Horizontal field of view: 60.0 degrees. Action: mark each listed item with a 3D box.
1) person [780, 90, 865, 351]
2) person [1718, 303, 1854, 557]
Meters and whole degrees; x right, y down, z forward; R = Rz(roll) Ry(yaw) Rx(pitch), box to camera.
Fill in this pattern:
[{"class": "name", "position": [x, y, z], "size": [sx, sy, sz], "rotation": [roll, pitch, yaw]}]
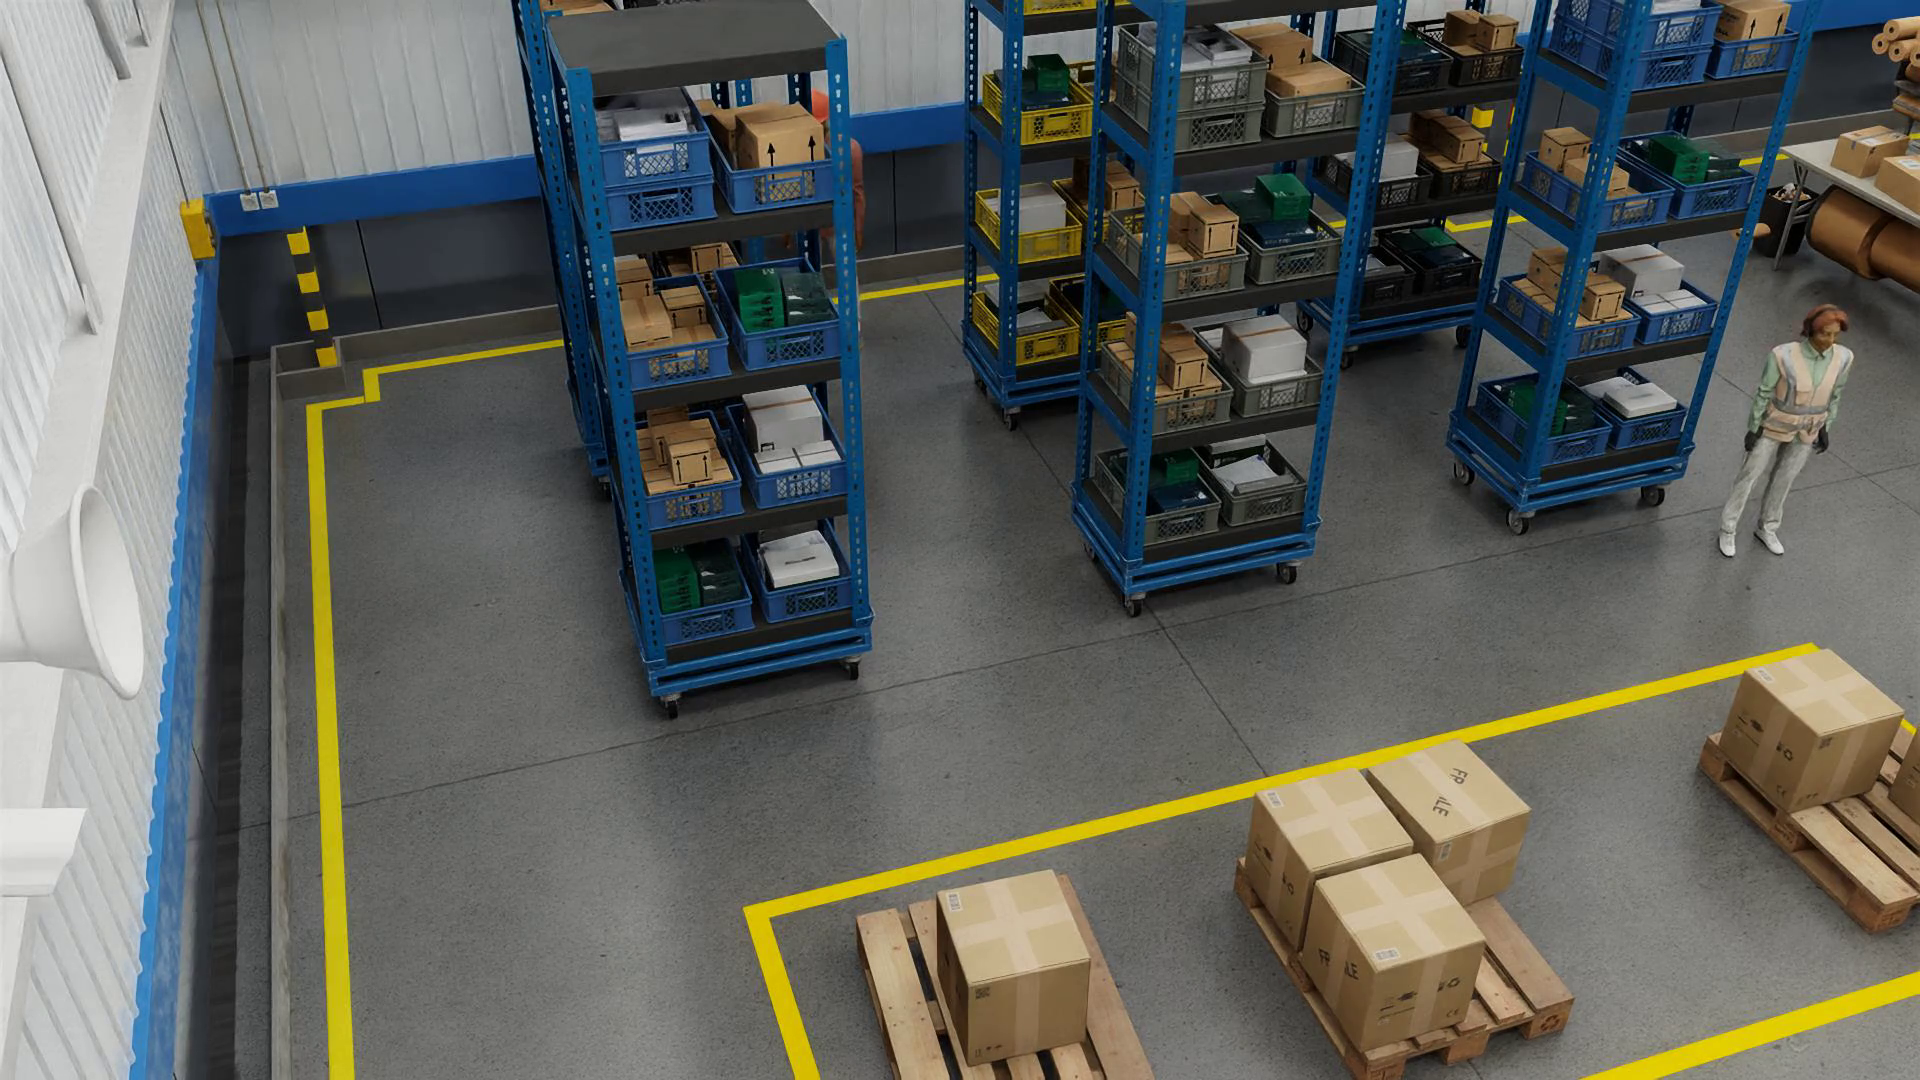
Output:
[{"class": "person", "position": [-0.979, -2.214, 11.706], "size": [0.636, 1.981, 0.430], "rotation": [2, 35, 3]}, {"class": "person", "position": [4.849, -0.637, 9.754], "size": [0.514, 1.642, 0.310], "rotation": [-2, 35, -2]}]
